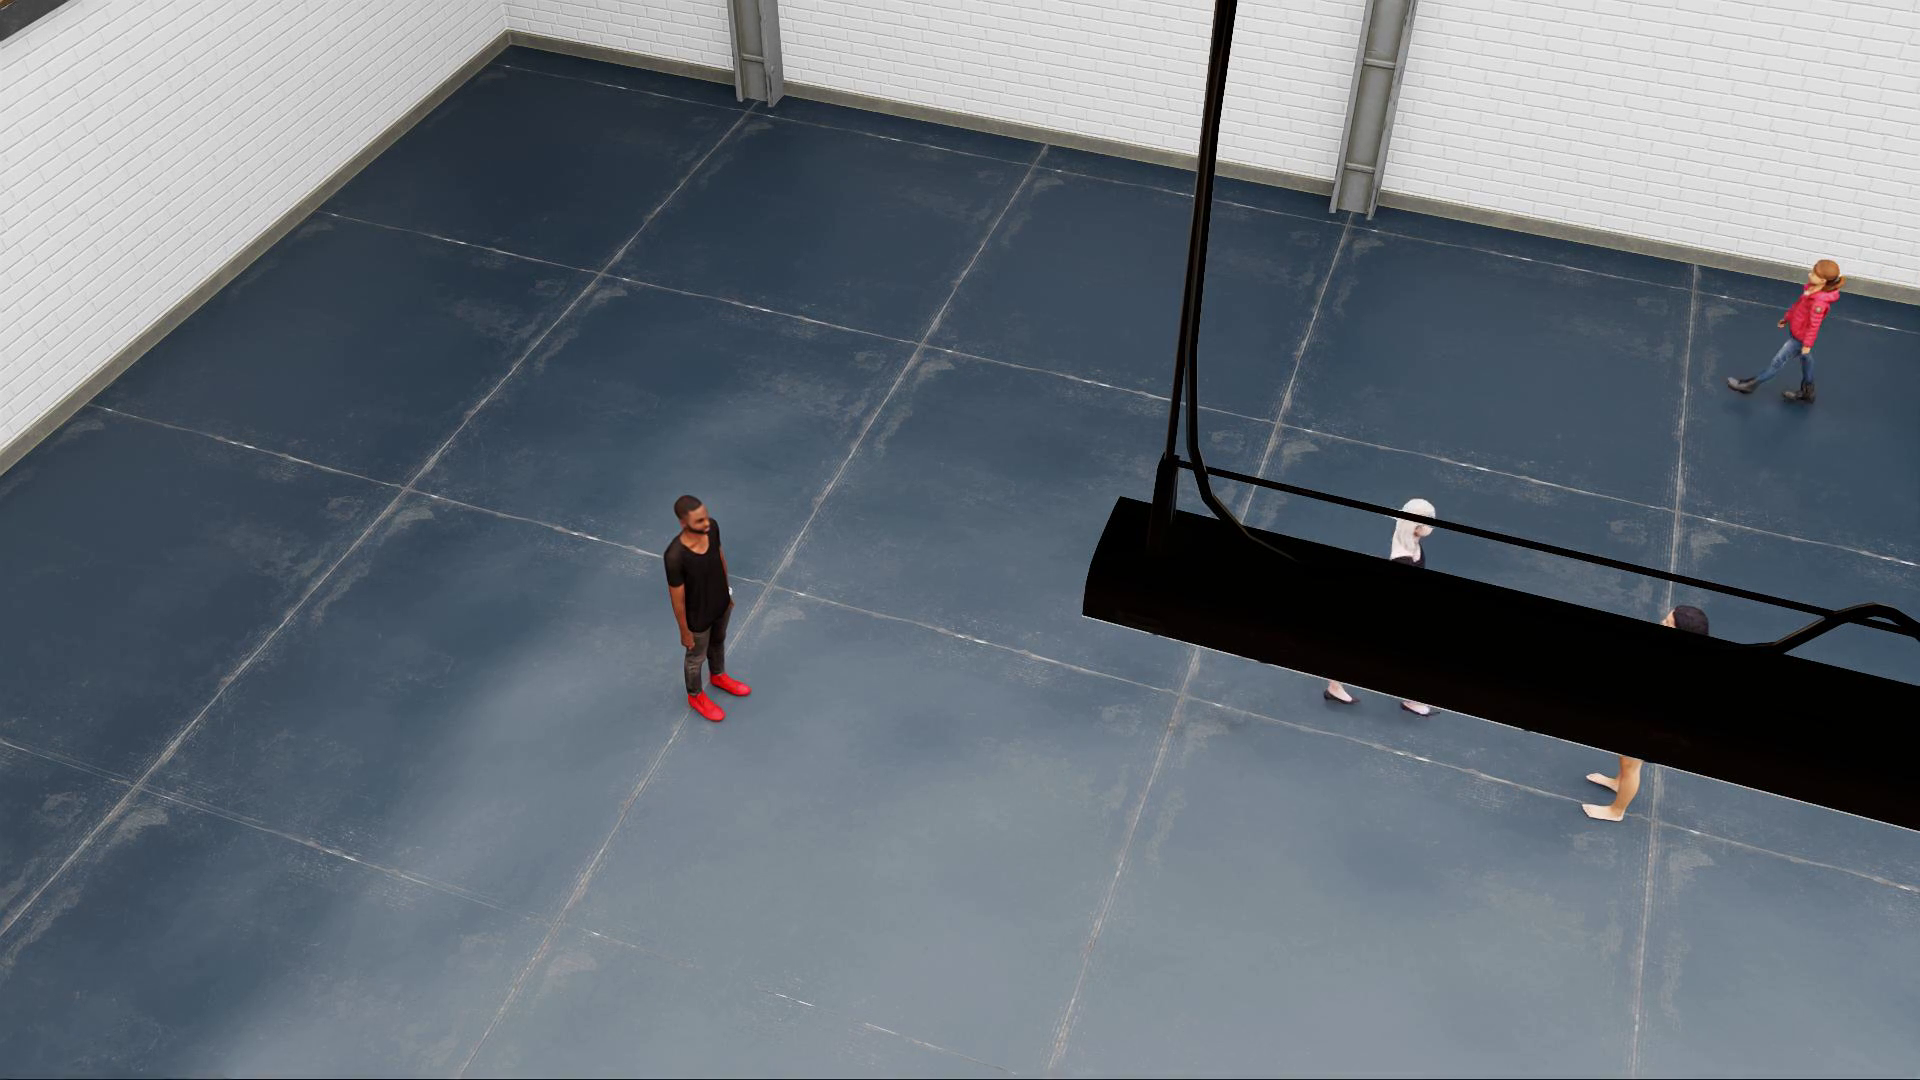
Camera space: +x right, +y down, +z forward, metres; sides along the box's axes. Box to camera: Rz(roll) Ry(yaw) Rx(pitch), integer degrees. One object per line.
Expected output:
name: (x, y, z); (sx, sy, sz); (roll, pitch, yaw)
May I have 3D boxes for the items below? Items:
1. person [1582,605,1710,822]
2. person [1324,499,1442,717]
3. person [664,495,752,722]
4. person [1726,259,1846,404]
person: (4.046, 1.013, 9.782); (0.518, 1.734, 0.593); (17, 46, 17)
person: (2.571, 0.436, 10.337); (1.041, 1.804, 0.780); (1, 44, 1)
person: (-1.615, 0.398, 10.377); (0.598, 1.803, 0.673); (22, 48, 21)
person: (6.563, -1.577, 12.829); (0.893, 1.282, 0.516); (14, 45, 14)
